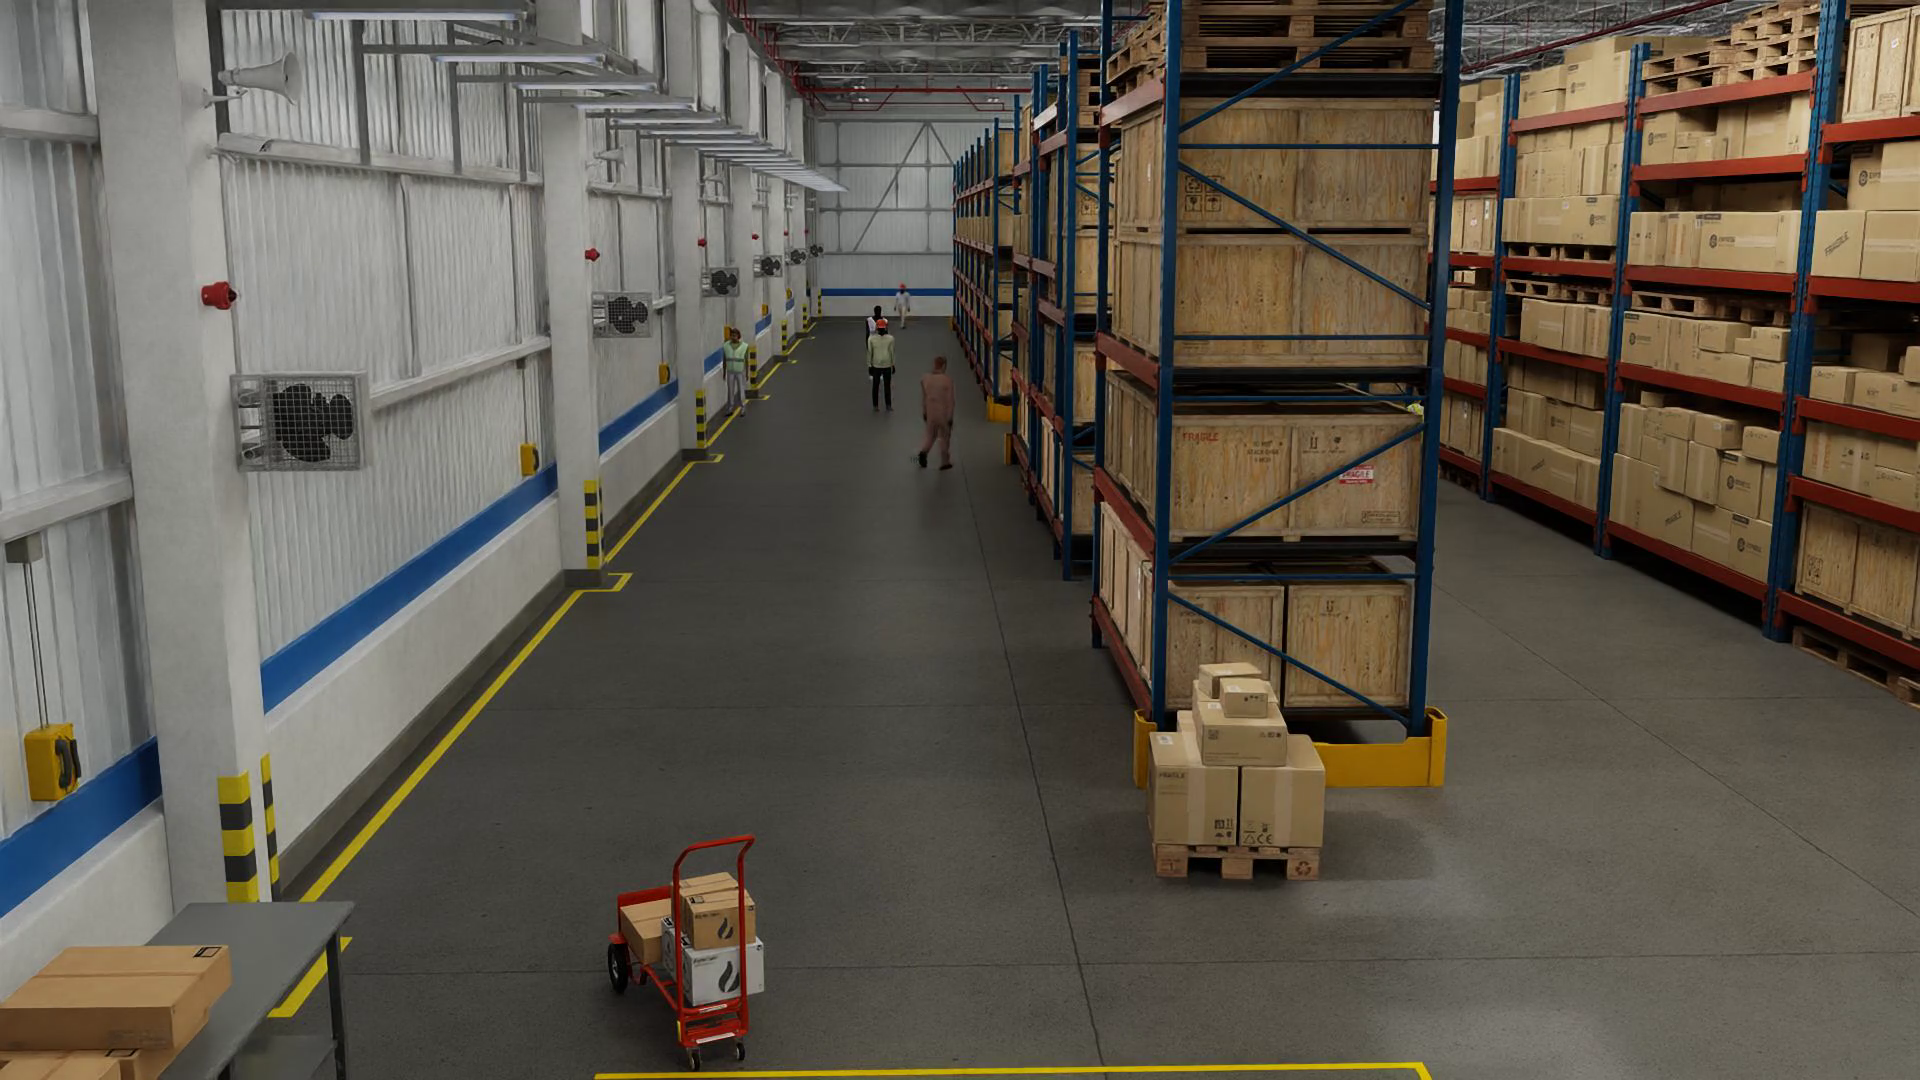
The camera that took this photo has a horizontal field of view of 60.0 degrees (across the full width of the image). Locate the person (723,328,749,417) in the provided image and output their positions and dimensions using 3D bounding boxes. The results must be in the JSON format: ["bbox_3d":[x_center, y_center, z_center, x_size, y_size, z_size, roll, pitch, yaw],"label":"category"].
[{"bbox_3d":[-4.681,-3.501,34.764,0.567,1.843,0.386,1,11,6],"label":"person"}]

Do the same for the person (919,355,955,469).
[{"bbox_3d":[-0.366,-2.074,27.215,0.661,1.891,0.642,7,13,34],"label":"person"}]

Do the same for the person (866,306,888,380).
[{"bbox_3d":[-2.139,-5.078,42.822,0.596,1.907,0.414,-4,12,-19],"label":"person"}]

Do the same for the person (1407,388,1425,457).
[{"bbox_3d":[6.779,-1.440,24.429,0.532,1.697,0.319,-1,11,-3],"label":"person"}]

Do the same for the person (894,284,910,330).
[{"bbox_3d":[-2.155,-8.772,62.546,0.562,1.711,0.896,5,12,24],"label":"person"}]

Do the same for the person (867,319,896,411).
[{"bbox_3d":[-1.675,-3.753,35.715,0.618,1.986,0.407,-3,11,-15],"label":"person"}]
